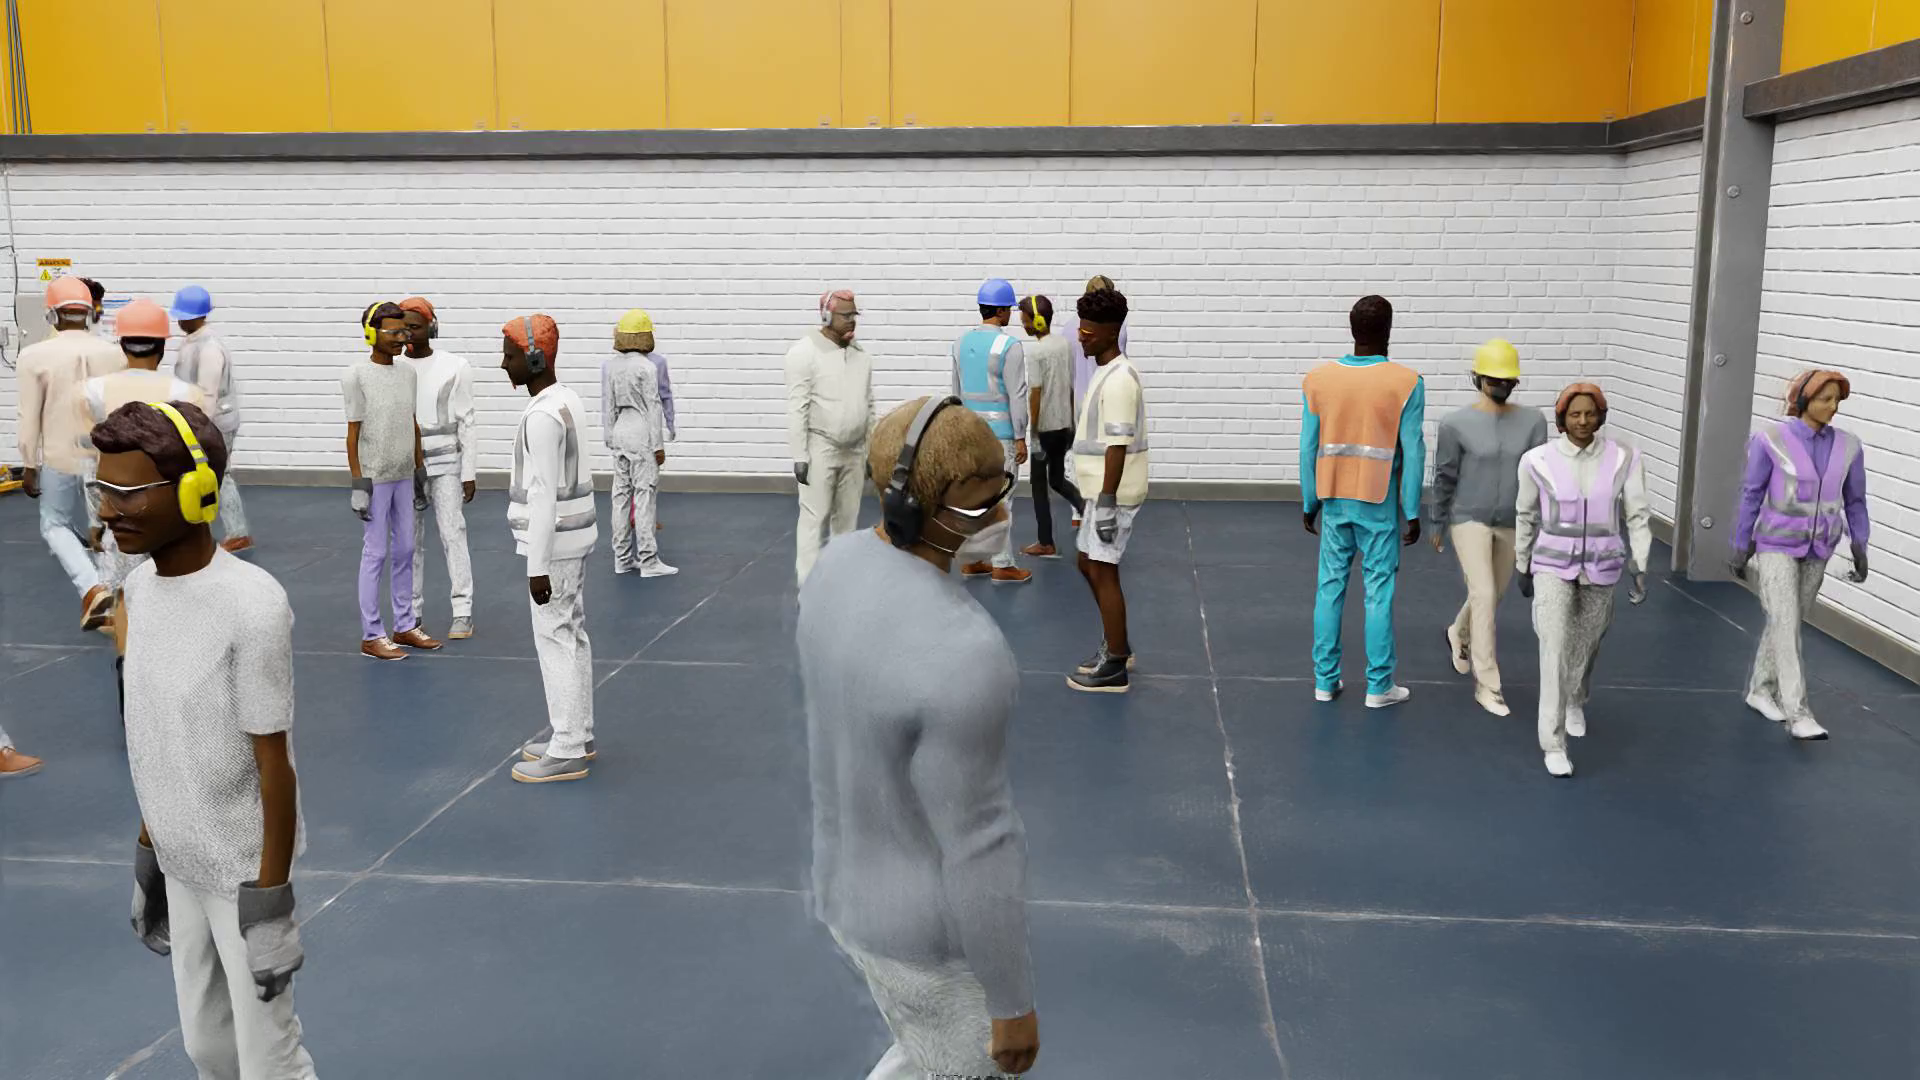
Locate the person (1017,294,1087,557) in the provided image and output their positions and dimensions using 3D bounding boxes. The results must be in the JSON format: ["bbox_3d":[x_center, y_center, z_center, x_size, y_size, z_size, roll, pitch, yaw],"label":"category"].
[{"bbox_3d":[0.656,-0.751,11.298,0.659,1.835,0.564,9,13,42],"label":"person"}]

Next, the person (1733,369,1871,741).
[{"bbox_3d":[3.703,0.069,7.236,0.534,1.597,0.835,-1,10,-7],"label":"person"}]

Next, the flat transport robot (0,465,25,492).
[{"bbox_3d":[-8.980,-0.520,14.450,1.431,0.197,0.652,0,10,-2],"label":"flat transport robot"}]

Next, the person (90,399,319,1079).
[{"bbox_3d":[-1.421,0.654,3.209,0.506,1.858,0.343,7,12,36],"label":"person"}]

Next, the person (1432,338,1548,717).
[{"bbox_3d":[2.487,-0.104,7.927,0.530,1.736,0.872,-1,10,-7],"label":"person"}]

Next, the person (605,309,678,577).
[{"bbox_3d":[-2.104,-0.633,10.886,0.485,1.744,0.308,8,13,39],"label":"person"}]

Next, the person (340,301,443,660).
[{"bbox_3d":[-2.982,-0.304,8.697,0.327,1.856,0.508,5,11,25],"label":"person"}]

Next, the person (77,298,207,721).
[{"bbox_3d":[-3.650,-0.119,7.469,0.550,1.920,0.783,-3,10,-15],"label":"person"}]

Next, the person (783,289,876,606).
[{"bbox_3d":[-0.729,-0.517,9.795,0.399,1.902,0.649,9,14,43],"label":"person"}]

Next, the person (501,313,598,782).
[{"bbox_3d":[-1.645,0.037,6.680,0.360,1.879,0.582,-1,10,-4],"label":"person"}]

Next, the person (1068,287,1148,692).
[{"bbox_3d":[0.720,-0.242,8.057,0.375,1.949,0.625,0,10,1],"label":"person"}]

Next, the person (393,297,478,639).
[{"bbox_3d":[-2.914,-0.381,9.082,0.574,1.876,0.355,0,10,2],"label":"person"}]

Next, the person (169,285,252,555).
[{"bbox_3d":[-5.189,-0.792,11.376,0.618,1.886,0.677,-9,14,-43],"label":"person"}]

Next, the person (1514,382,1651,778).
[{"bbox_3d":[2.585,0.121,6.990,0.507,1.596,0.869,2,10,9],"label":"person"}]

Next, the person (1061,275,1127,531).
[{"bbox_3d":[1.031,-1.009,12.479,0.370,1.941,0.627,-9,13,-42],"label":"person"}]

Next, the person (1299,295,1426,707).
[{"bbox_3d":[1.866,-0.176,7.771,0.590,1.918,0.389,7,12,34],"label":"person"}]

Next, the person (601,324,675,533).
[{"bbox_3d":[-2.423,-0.842,12.508,0.538,1.599,0.441,-4,11,-19],"label":"person"}]

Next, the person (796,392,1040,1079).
[{"bbox_3d":[-0.047,0.675,2.949,0.534,1.900,0.666,-6,11,-29],"label":"person"}]

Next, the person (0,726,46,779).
[{"bbox_3d":[-4.101,0.043,6.557,0.678,1.911,0.673,-6,11,-29],"label":"person"}]

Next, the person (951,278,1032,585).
[{"bbox_3d":[0.207,-0.690,10.625,0.395,1.945,0.618,-9,14,-43],"label":"person"}]

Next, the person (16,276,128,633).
[{"bbox_3d":[-4.787,-0.443,9.102,0.520,1.981,0.640,9,13,41],"label":"person"}]
